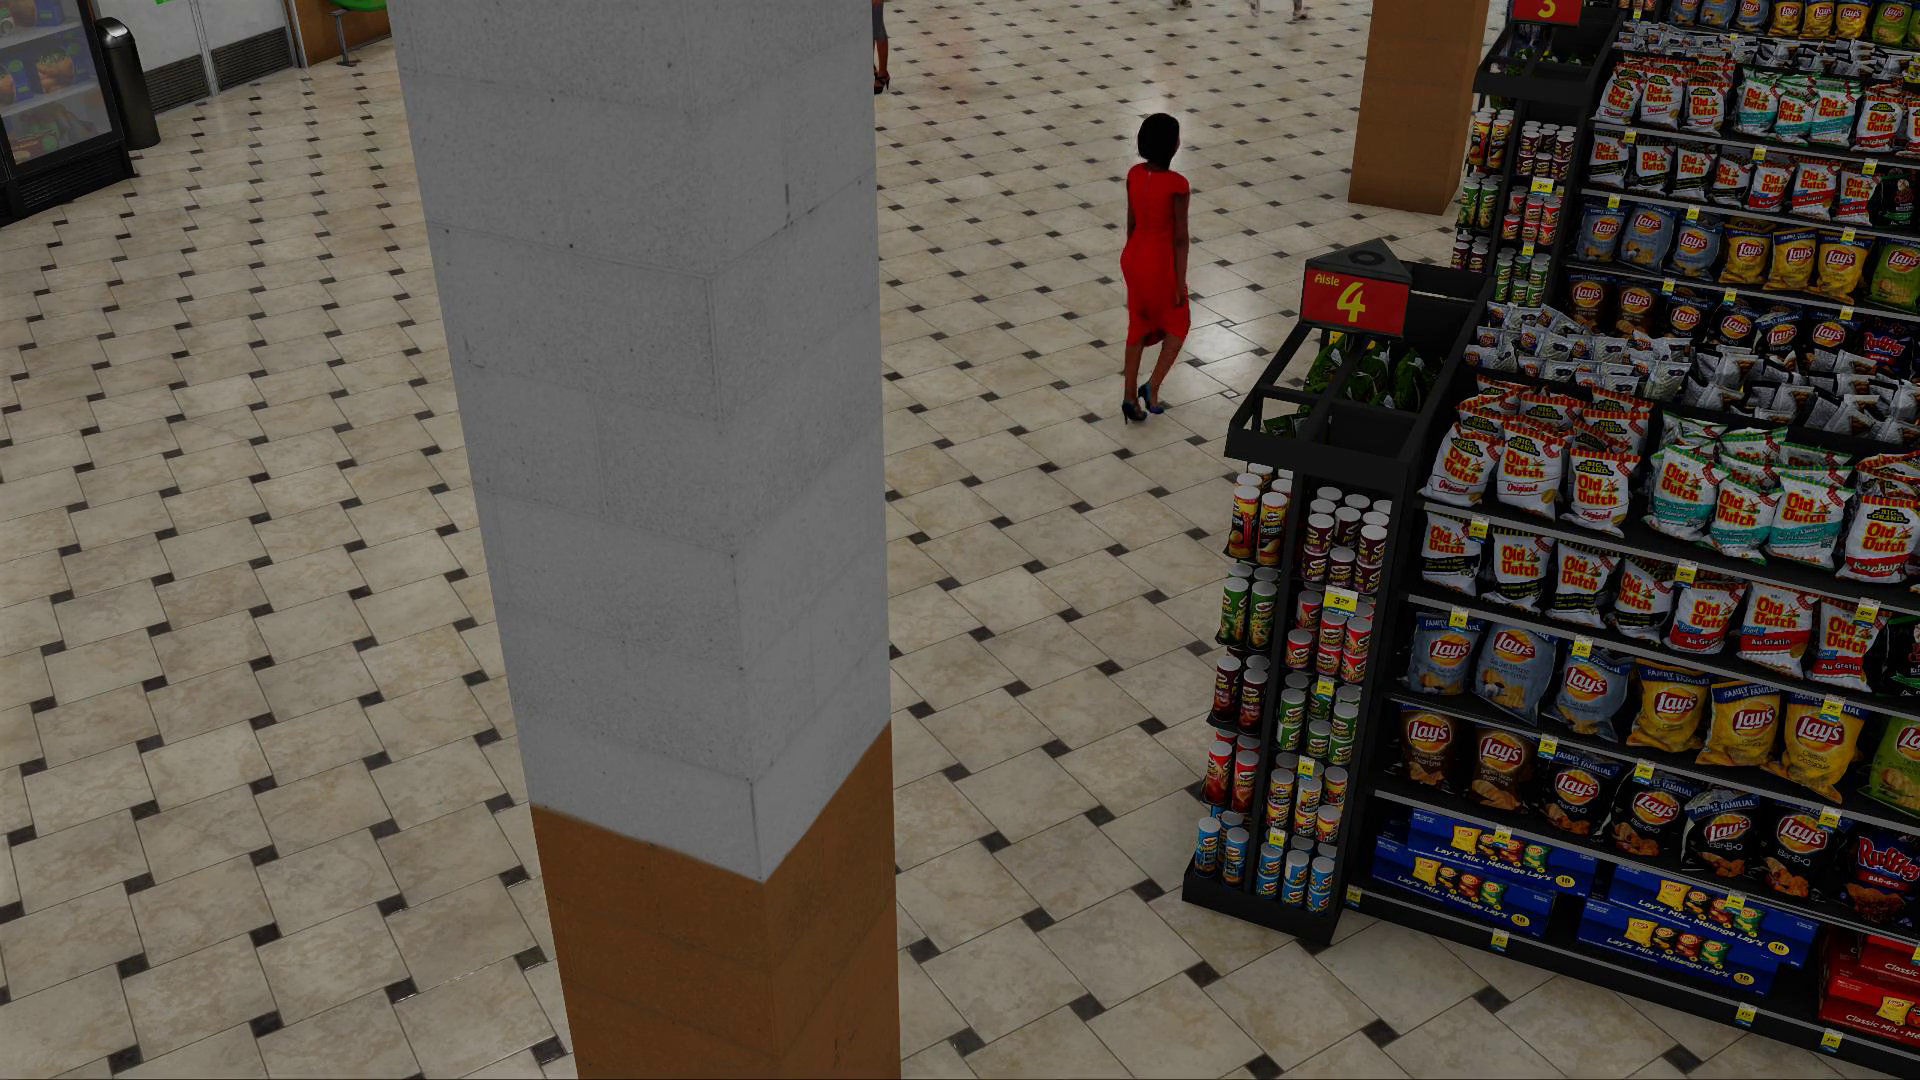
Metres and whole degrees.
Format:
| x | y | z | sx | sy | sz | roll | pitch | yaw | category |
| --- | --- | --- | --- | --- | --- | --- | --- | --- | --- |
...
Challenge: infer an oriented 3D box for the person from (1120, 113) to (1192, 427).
| x | y | z | sx | sy | sz | roll | pitch | yaw | category |
| --- | --- | --- | --- | --- | --- | --- | --- | --- | --- |
| 0.973 | -1.384 | 8.882 | 0.662 | 1.730 | 0.753 | 27 | 41 | 36 | person |

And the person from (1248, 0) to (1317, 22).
| x | y | z | sx | sy | sz | roll | pitch | yaw | category |
| --- | --- | --- | --- | --- | --- | --- | --- | --- | --- |
| 3.183 | -5.817 | 16.258 | 0.900 | 1.463 | 0.567 | 14 | 35 | 22 | person |

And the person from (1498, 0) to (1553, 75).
| x | y | z | sx | sy | sz | roll | pitch | yaw | category |
| --- | --- | --- | --- | --- | --- | --- | --- | --- | --- |
| 4.178 | -3.522 | 12.316 | 1.200 | 1.731 | 0.973 | 2 | 32 | 4 | person |
